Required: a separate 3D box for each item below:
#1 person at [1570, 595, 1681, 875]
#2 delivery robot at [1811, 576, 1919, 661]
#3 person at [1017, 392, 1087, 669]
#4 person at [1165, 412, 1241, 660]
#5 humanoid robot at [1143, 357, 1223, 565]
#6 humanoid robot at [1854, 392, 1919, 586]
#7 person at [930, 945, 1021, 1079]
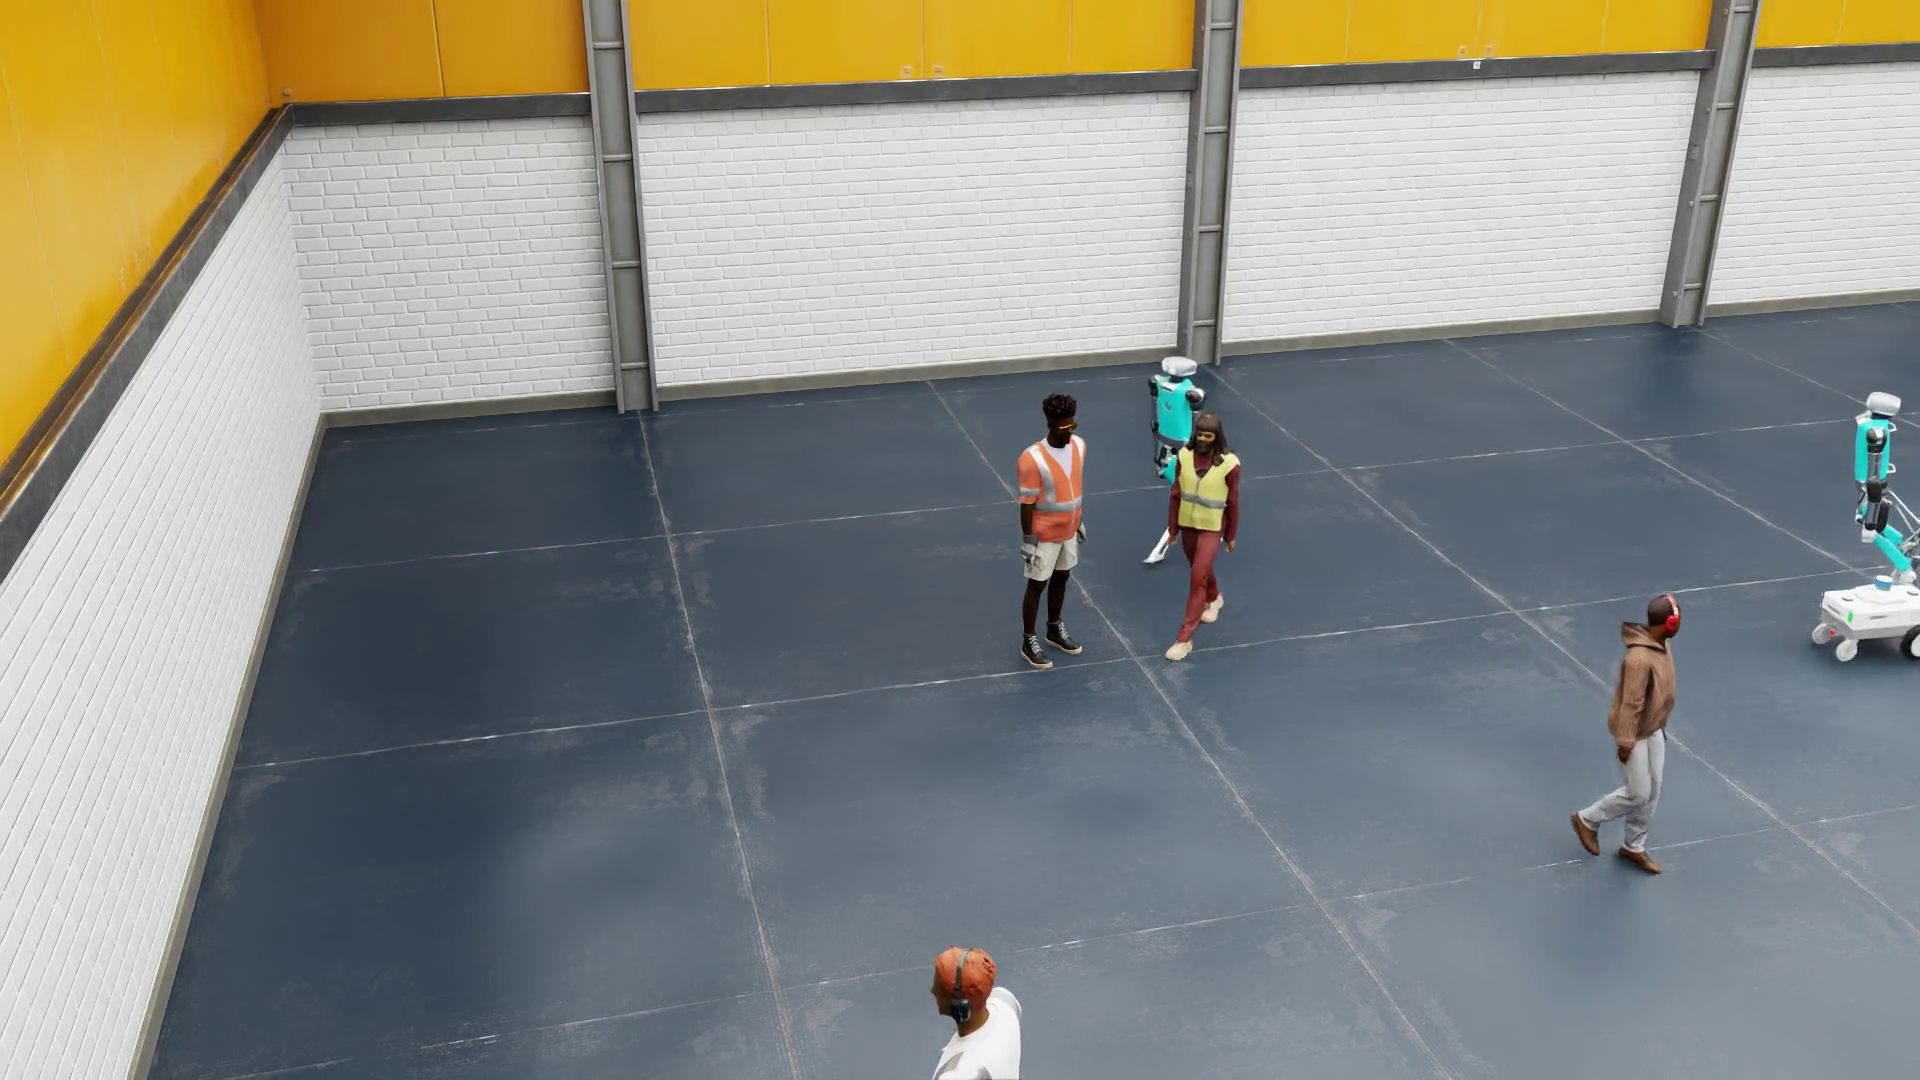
[{"bbox_3d":[3.788,1.082,9.213,0.486,1.612,0.441,-21,31,-39],"label":"person"},{"bbox_3d":[6.503,0.544,11.780,0.794,0.603,0.499,-4,24,-9],"label":"delivery robot"},{"bbox_3d":[0.648,-0.080,11.438,0.611,1.963,0.362,-22,32,-40],"label":"person"},{"bbox_3d":[1.717,-0.094,11.762,0.477,1.726,0.934,15,28,31],"label":"person"},{"bbox_3d":[1.866,-0.639,13.046,1.025,1.747,0.538,-18,30,-35],"label":"humanoid robot"},{"bbox_3d":[6.708,-0.162,11.947,0.766,1.802,0.543,9,25,19],"label":"humanoid robot"},{"bbox_3d":[0.047,2.296,6.159,0.353,1.878,0.566,10,26,21],"label":"person"}]
